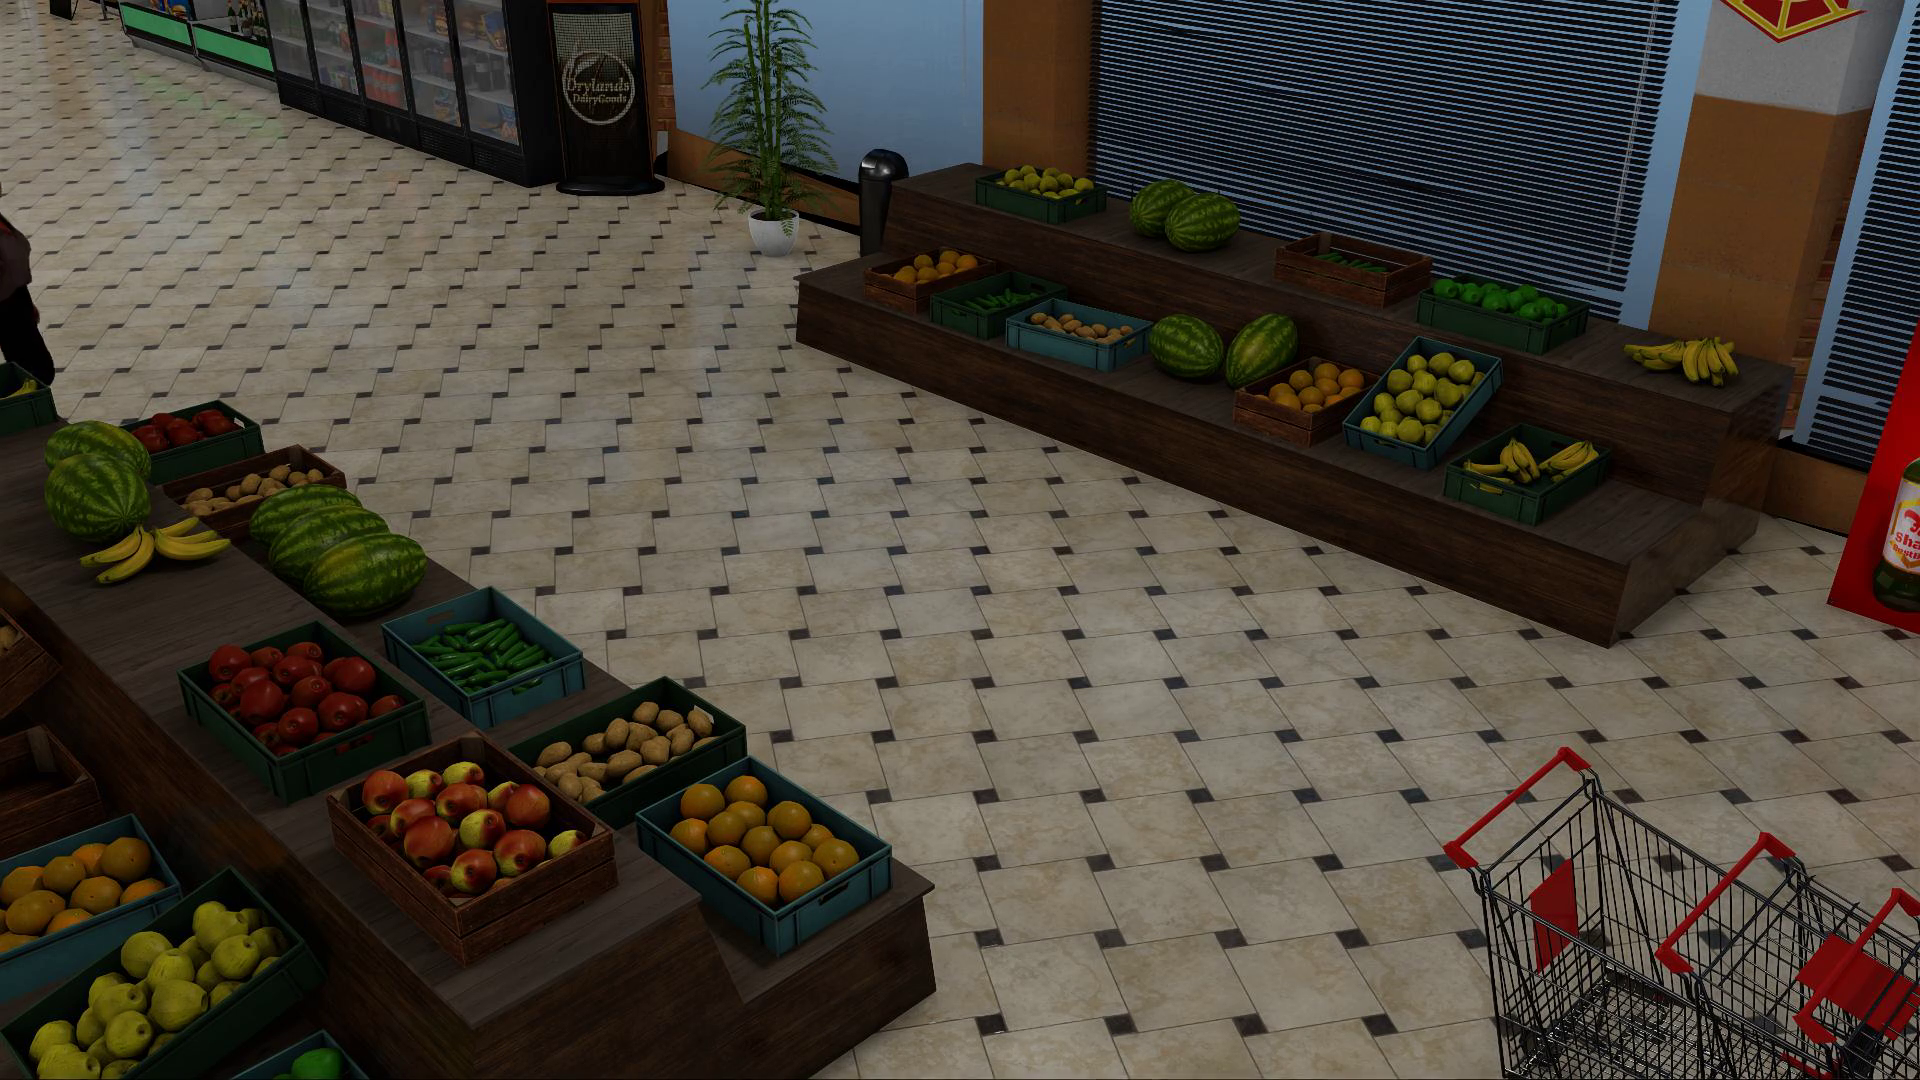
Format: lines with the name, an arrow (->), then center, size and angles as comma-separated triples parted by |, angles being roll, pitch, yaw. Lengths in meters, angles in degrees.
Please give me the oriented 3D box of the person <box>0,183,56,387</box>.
person -> -5.501, -1.251, 9.388 | 0.879, 1.829, 0.827 | -6, 27, -12
